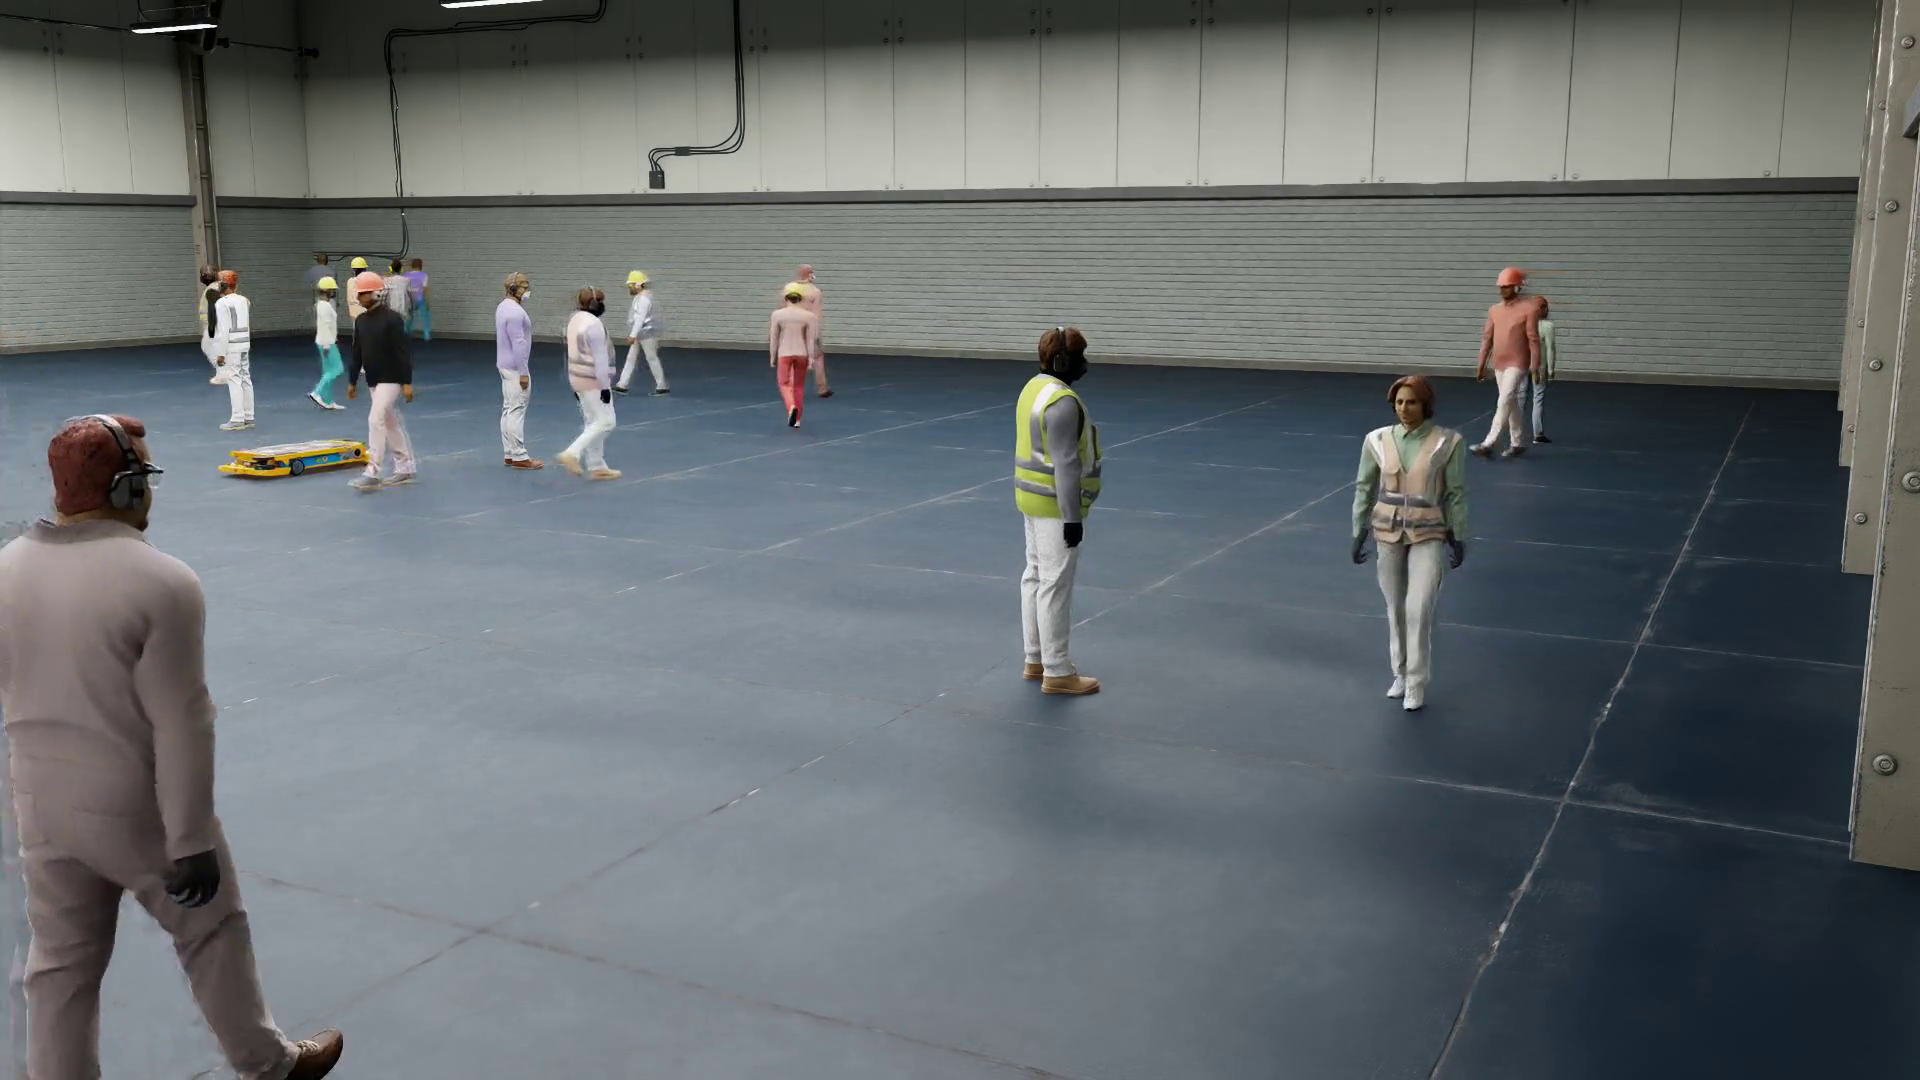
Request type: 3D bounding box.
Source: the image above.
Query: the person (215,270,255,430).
[{"bbox_3d":[-8.620,-2.248,19.733,0.356,1.883,0.574,1,10,6],"label":"person"}]

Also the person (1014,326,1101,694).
[{"bbox_3d":[0.496,-0.155,8.432,0.430,1.845,0.624,-2,11,-12],"label":"person"}]

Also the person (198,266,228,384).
[{"bbox_3d":[-11.510,-3.303,25.638,0.466,1.824,0.660,-4,11,-20],"label":"person"}]

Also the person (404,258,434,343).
[{"bbox_3d":[-11.632,-5.127,35.604,0.574,1.817,0.862,3,11,16],"label":"person"}]

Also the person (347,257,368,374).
[{"bbox_3d":[-9.936,-3.719,27.623,0.593,1.930,0.355,9,14,41],"label":"person"}]

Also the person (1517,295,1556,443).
[{"bbox_3d":[6.377,-1.893,18.478,0.285,1.633,0.497,-9,14,-41],"label":"person"}]

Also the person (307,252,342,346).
[{"bbox_3d":[-13.217,-5.003,34.603,0.627,1.940,0.375,1,10,6],"label":"person"}]

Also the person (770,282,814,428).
[{"bbox_3d":[-1.967,-2.173,19.677,0.520,1.753,0.625,-3,11,-16],"label":"person"}]

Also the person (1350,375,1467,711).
[{"bbox_3d":[2.156,0.016,8.095,0.540,1.614,0.628,6,12,30],"label":"person"}]

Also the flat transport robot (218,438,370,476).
[{"bbox_3d":[-6.468,-0.821,16.351,0.652,0.197,1.431,6,12,29],"label":"flat transport robot"}]

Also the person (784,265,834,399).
[{"bbox_3d":[-2.146,-2.920,23.441,0.658,1.868,0.895,5,11,24],"label":"person"}]

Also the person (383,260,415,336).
[{"bbox_3d":[-10.387,-4.224,30.648,0.531,1.822,0.928,-7,13,-34],"label":"person"}]

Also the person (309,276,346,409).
[{"bbox_3d":[-8.321,-2.578,21.880,0.407,1.757,0.525,-5,12,-27],"label":"person"}]

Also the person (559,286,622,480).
[{"bbox_3d":[-3.474,-1.447,15.514,0.535,1.827,0.638,-6,12,-31],"label":"person"}]

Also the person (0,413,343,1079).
[{"bbox_3d":[-1.973,0.620,4.107,0.679,1.868,0.903,3,11,17],"label":"person"}]

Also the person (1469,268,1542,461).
[{"bbox_3d":[5.507,-1.782,16.979,0.978,1.952,0.657,-5,12,-27],"label":"person"}]

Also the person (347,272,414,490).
[{"bbox_3d":[-5.336,-1.428,15.030,0.664,1.957,0.878,8,13,37],"label":"person"}]

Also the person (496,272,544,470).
[{"bbox_3d":[-4.369,-1.658,16.381,0.371,1.935,0.627,-5,12,-26],"label":"person"}]

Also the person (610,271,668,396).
[{"bbox_3d":[-4.609,-2.923,23.682,0.902,1.780,0.591,-4,11,-22],"label":"person"}]
